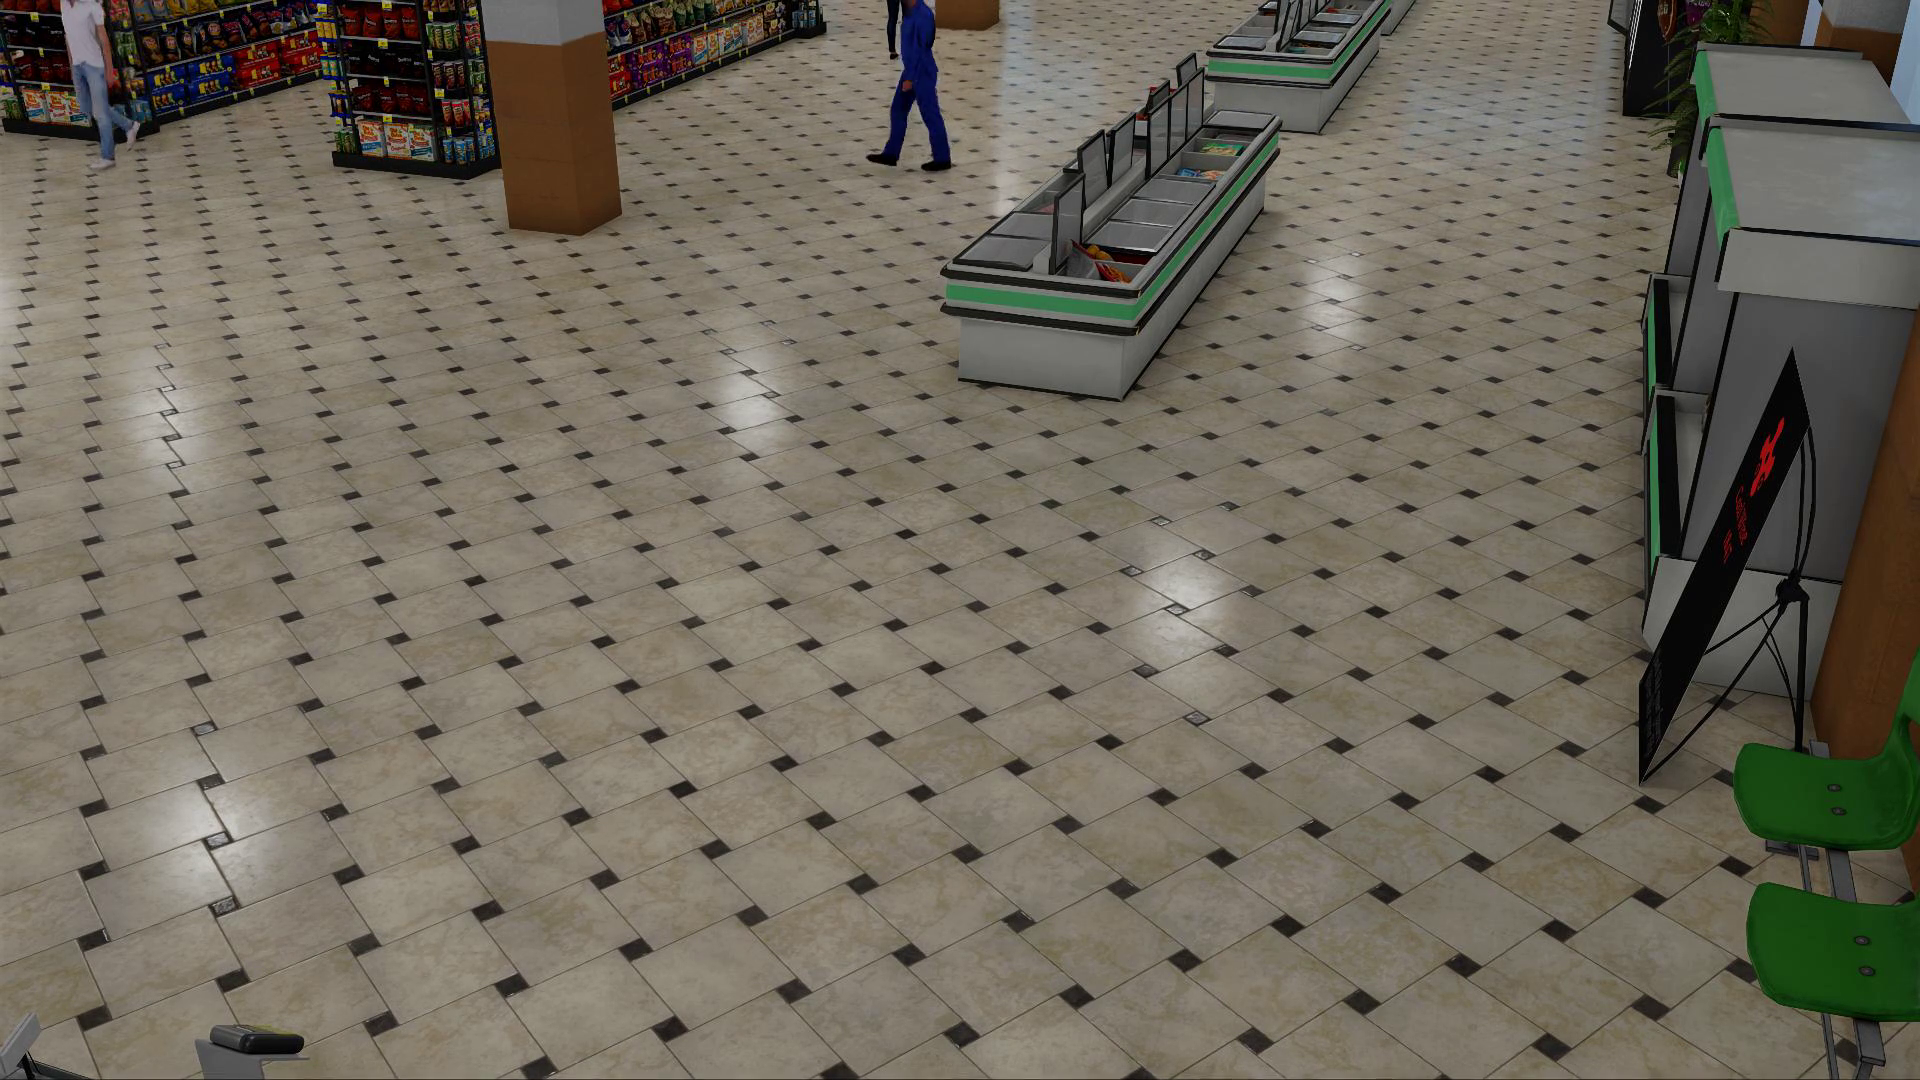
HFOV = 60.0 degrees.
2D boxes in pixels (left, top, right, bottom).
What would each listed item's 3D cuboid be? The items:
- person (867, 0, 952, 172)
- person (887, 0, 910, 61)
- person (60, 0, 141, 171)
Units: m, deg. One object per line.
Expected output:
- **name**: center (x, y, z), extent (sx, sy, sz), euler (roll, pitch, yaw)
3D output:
- **person**: center (-0.286, -4.307, 15.411), extent (1.122, 1.798, 1.104), euler (-8, 28, -16)
- **person**: center (-0.737, -6.770, 20.353), extent (0.580, 1.720, 0.507), euler (10, 29, 20)
- **person**: center (-8.123, -4.455, 15.659), extent (0.697, 1.837, 0.973), euler (11, 29, 21)
